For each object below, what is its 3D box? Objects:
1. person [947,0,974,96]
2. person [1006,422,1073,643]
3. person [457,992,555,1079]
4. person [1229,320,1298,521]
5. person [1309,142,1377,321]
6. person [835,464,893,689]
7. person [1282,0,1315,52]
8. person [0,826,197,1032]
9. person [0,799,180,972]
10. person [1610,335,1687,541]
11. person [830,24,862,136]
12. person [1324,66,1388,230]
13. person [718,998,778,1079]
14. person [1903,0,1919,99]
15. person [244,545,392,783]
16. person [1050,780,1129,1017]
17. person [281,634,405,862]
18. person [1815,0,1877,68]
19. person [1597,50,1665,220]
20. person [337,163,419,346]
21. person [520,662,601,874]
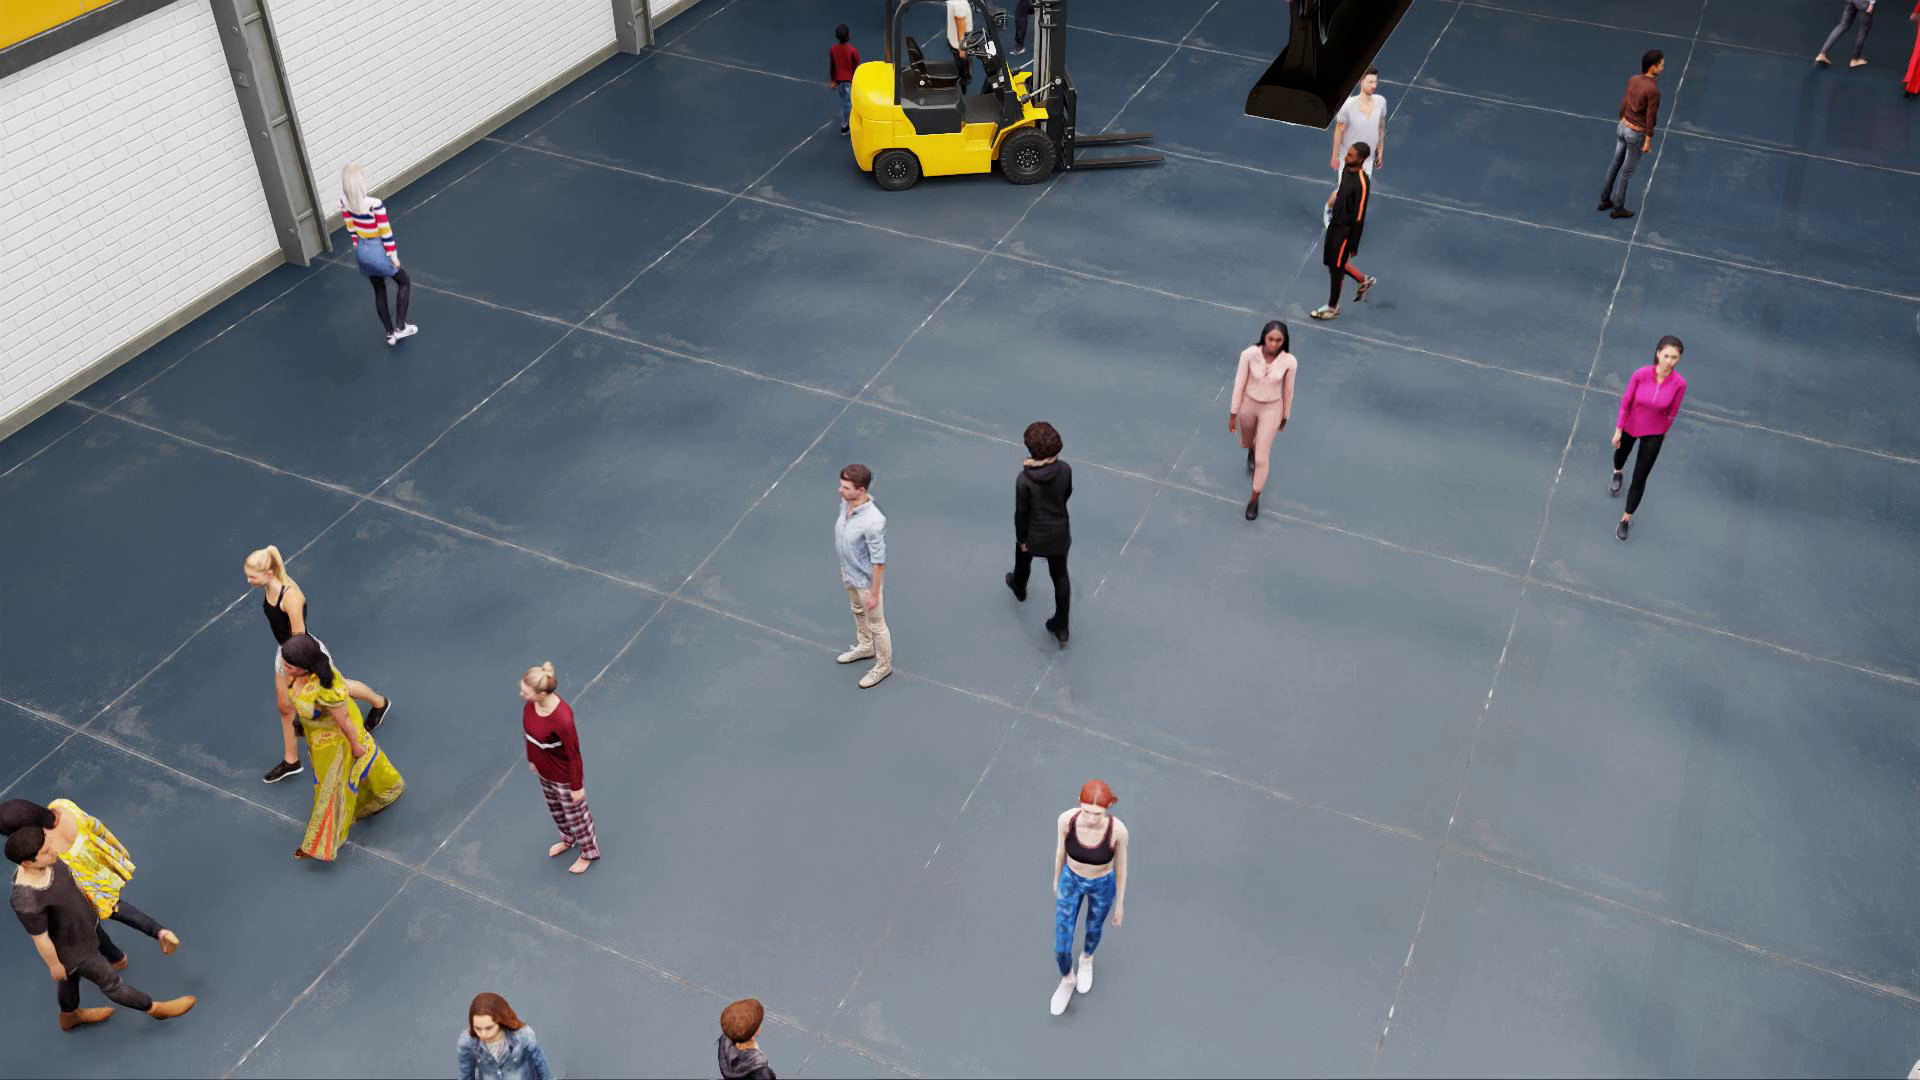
[{"bbox_3d":[-0.079,-5.706,19.116,0.991,1.794,0.981,-6,39,-7],"label":"person"},{"bbox_3d":[0.655,-0.024,12.036,1.062,1.740,1.144,-12,40,-15],"label":"person"},{"bbox_3d":[-2.339,2.802,8.718,0.737,1.465,0.788,-3,39,-3],"label":"person"},{"bbox_3d":[2.413,-1.056,13.365,0.716,1.693,1.137,11,40,13],"label":"person"},{"bbox_3d":[3.698,-2.903,15.598,0.969,1.795,0.959,-6,39,-7],"label":"person"},{"bbox_3d":[-0.673,0.230,11.632,0.734,1.847,0.729,-21,43,-24],"label":"person"},{"bbox_3d":[4.253,-6.817,20.621,0.644,1.642,0.678,-8,39,-10],"label":"person"},{"bbox_3d":[-5.059,2.214,9.285,1.083,1.676,1.047,-11,40,-14],"label":"person"},{"bbox_3d":[-4.989,2.009,9.589,0.949,1.618,0.943,4,39,5],"label":"person"},{"bbox_3d":[5.414,-0.918,13.228,0.576,1.660,1.125,15,41,18],"label":"person"},{"bbox_3d":[-1.321,-5.228,18.958,0.541,1.233,0.813,14,41,17],"label":"person"},{"bbox_3d":[3.982,-3.953,16.873,0.883,1.842,0.943,-13,40,-15],"label":"person"},{"bbox_3d":[-1.093,2.920,8.594,0.929,1.437,0.755,-28,47,-31],"label":"person"},{"bbox_3d":[11.451,-6.094,19.624,0.908,1.767,0.857,-24,44,-27],"label":"person"},{"bbox_3d":[-4.276,0.724,11.056,0.884,1.794,1.291,29,47,31],"label":"person"},{"bbox_3d":[0.749,1.953,9.546,0.660,1.768,0.765,7,39,9],"label":"person"},{"bbox_3d":[-3.902,1.198,10.606,1.220,1.625,1.050,-29,47,-31],"label":"person"},{"bbox_3d":[10.931,-6.604,20.266,1.043,1.752,0.971,-15,41,-18],"label":"person"},{"bbox_3d":[6.969,-4.212,17.250,0.768,1.778,0.695,-11,40,-13],"label":"person"},{"bbox_3d":[-5.372,-2.566,15.172,0.685,1.800,0.600,13,40,16],"label":"person"},{"bbox_3d":[-2.485,1.394,10.291,0.670,1.703,0.605,30,47,32],"label":"person"}]
